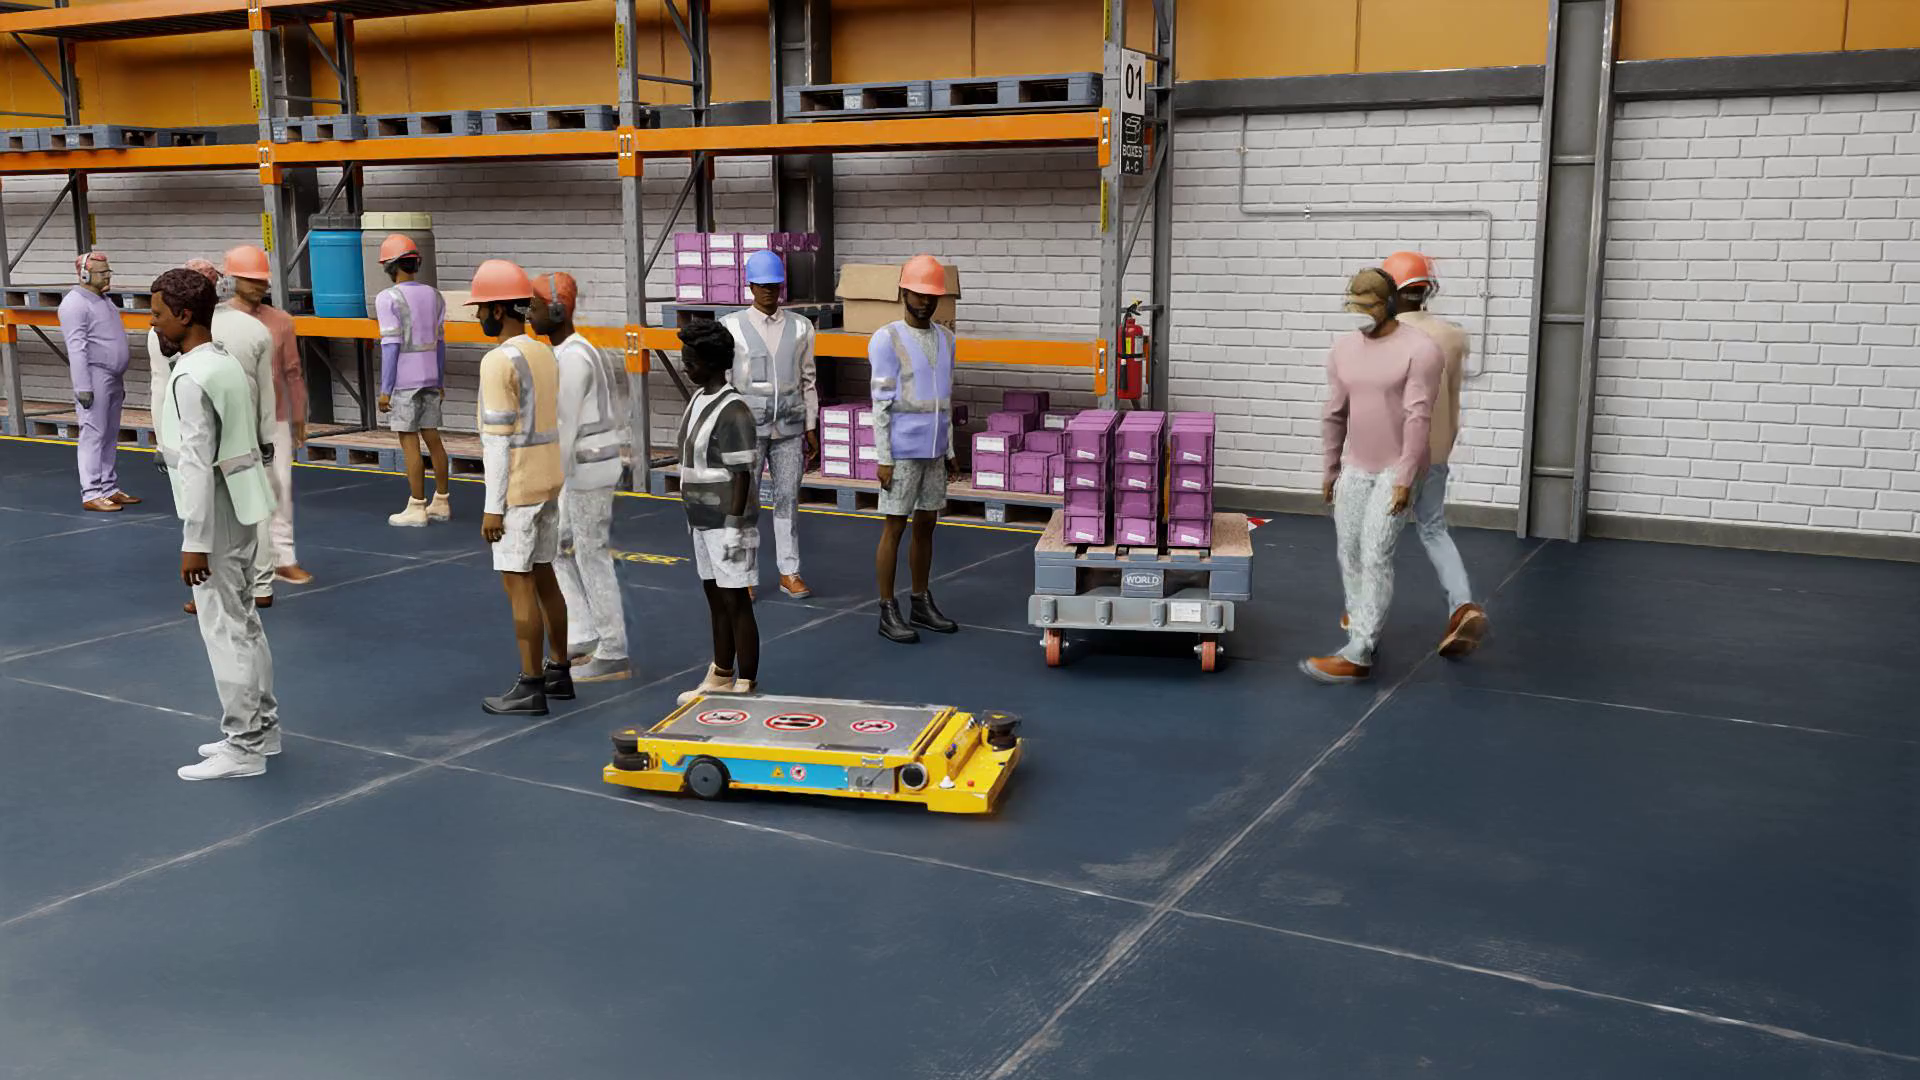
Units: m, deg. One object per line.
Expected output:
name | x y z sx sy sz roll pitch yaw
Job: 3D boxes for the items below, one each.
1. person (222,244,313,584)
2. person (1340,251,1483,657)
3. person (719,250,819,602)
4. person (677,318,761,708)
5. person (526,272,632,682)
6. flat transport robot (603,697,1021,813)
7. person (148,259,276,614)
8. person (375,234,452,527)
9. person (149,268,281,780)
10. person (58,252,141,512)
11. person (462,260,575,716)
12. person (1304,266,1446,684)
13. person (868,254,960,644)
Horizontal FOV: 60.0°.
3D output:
person | -4.101 -0.712 9.650 0.505 1.980 0.644 9 13 39
person | 2.229 -0.423 8.129 0.612 1.963 0.913 -3 11 -17
person | -1.075 -0.626 9.261 0.608 1.948 0.389 -5 11 -24
person | -1.011 -0.080 6.966 0.321 1.692 0.530 -5 12 -27
person | -1.765 -0.267 7.525 0.548 1.864 0.614 -3 11 -18
flat transport robot | -0.533 0.771 6.200 1.431 0.197 0.652 2 11 12
person | -4.015 -0.547 8.949 0.401 1.904 0.650 10 14 44
person | -3.869 -1.115 11.682 0.393 2.039 0.613 4 11 23
person | -2.784 -0.056 6.257 0.391 1.911 0.585 -3 11 -15
person | -6.373 -1.171 12.363 0.402 1.906 0.652 -1 10 -5
person | -1.889 -0.214 7.074 0.388 1.929 0.539 1 10 8
person | 1.834 -0.295 7.606 0.632 1.896 0.659 -8 13 -36
person | -0.204 -0.459 8.379 0.375 1.934 0.547 10 14 44
